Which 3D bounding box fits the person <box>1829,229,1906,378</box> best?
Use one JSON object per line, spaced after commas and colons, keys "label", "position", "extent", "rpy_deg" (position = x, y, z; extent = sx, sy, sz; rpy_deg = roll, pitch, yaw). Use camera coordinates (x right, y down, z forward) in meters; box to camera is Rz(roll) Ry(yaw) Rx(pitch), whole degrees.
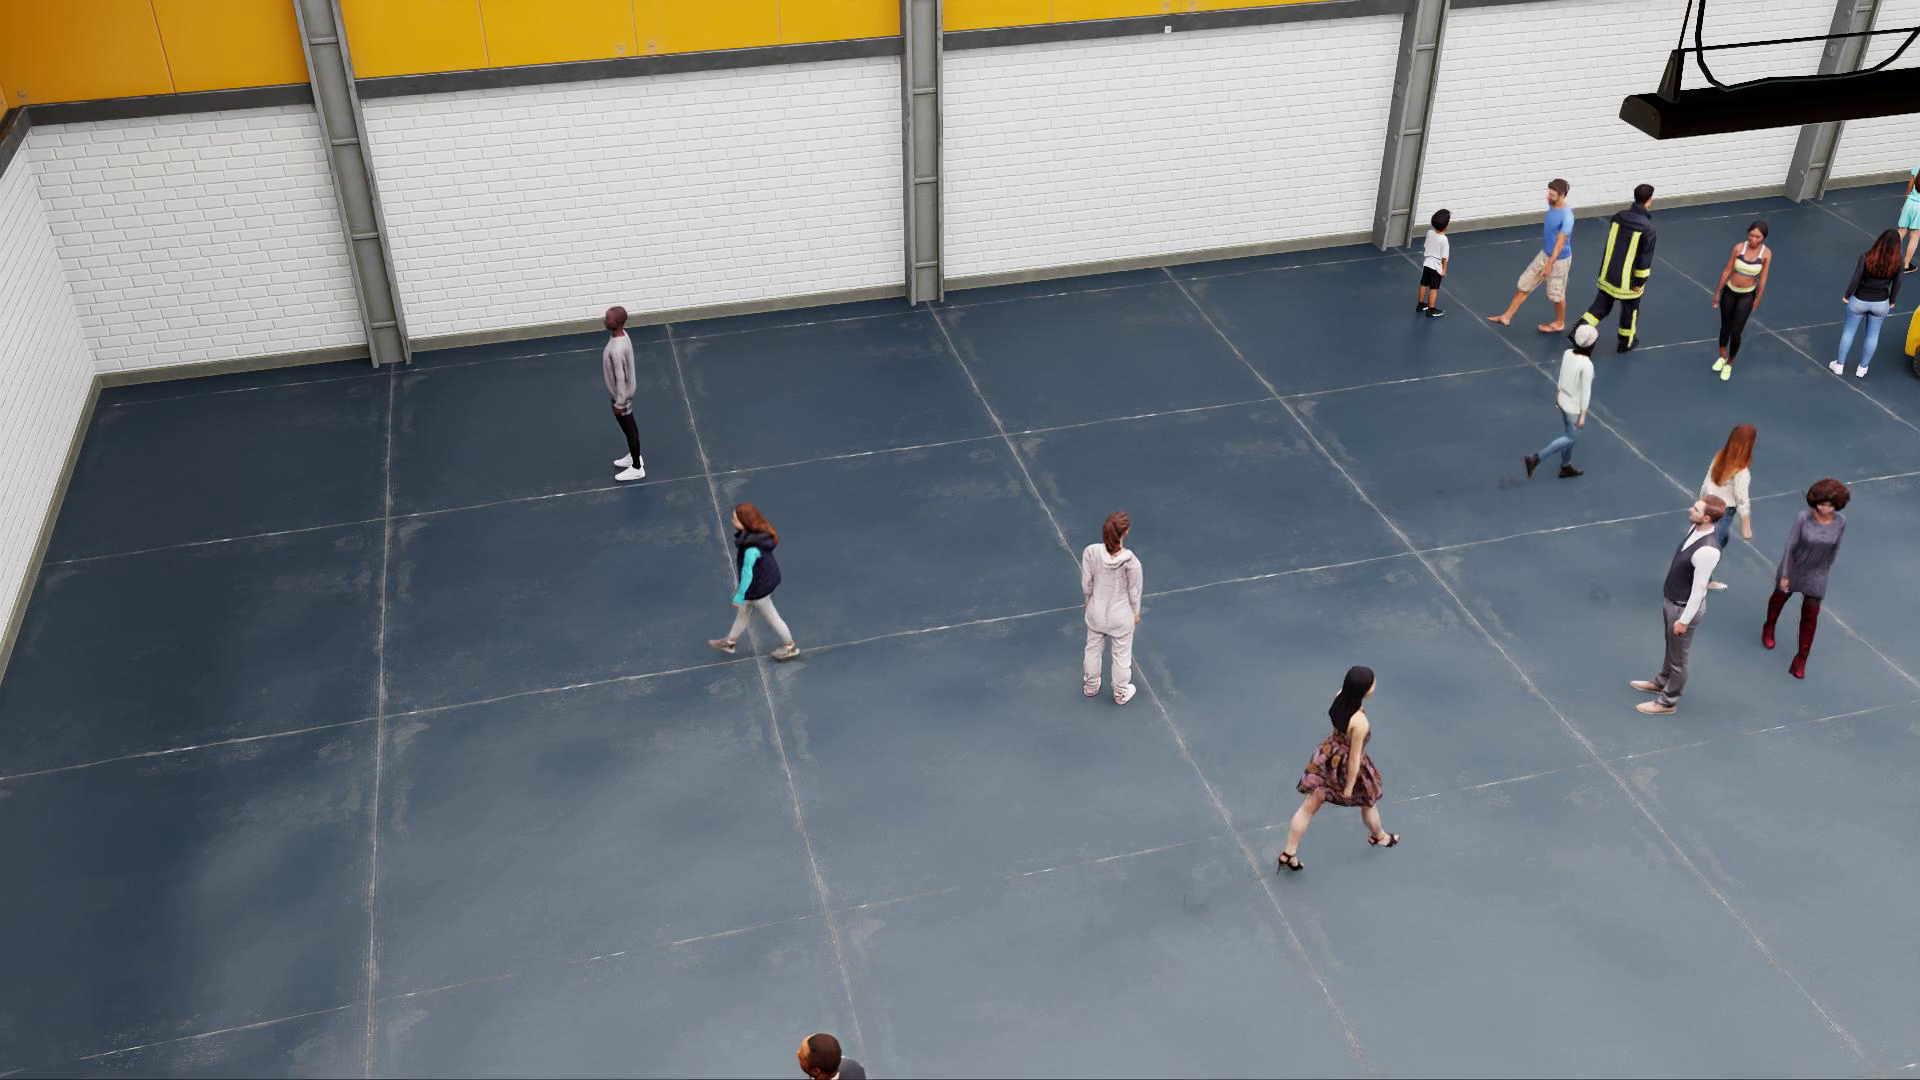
{"label": "person", "position": [9.572, -2.505, 17.505], "extent": [0.687, 1.634, 0.794], "rpy_deg": [10, 35, 15]}

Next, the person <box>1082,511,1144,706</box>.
{"label": "person", "position": [1.166, 0.531, 12.884], "extent": [0.712, 1.693, 0.788], "rpy_deg": [15, 36, 21]}

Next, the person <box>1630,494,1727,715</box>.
{"label": "person", "position": [5.555, 0.484, 12.734], "extent": [0.731, 1.938, 0.743], "rpy_deg": [7, 34, 11]}

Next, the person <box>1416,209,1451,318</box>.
{"label": "person", "position": [5.364, -3.144, 18.800], "extent": [0.573, 1.265, 0.545], "rpy_deg": [-17, 37, -24]}

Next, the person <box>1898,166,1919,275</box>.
{"label": "person", "position": [11.362, -3.941, 19.734], "extent": [0.630, 1.558, 0.616], "rpy_deg": [-20, 39, -28]}

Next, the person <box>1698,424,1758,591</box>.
{"label": "person", "position": [6.262, -0.197, 13.966], "extent": [0.857, 1.707, 0.699], "rpy_deg": [0, 34, 0]}

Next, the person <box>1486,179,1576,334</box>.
{"label": "person", "position": [6.590, -3.092, 18.222], "extent": [1.157, 1.819, 0.776], "rpy_deg": [-2, 34, -3]}

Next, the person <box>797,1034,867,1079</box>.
{"label": "person", "position": [-0.632, 3.243, 8.601], "extent": [0.771, 1.917, 0.771], "rpy_deg": [8, 34, 12]}

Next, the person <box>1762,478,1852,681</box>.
{"label": "person", "position": [6.747, 0.208, 13.381], "extent": [1.018, 1.681, 0.934], "rpy_deg": [6, 34, 10]}

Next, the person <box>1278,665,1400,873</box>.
{"label": "person", "position": [2.500, 1.597, 11.263], "extent": [1.159, 1.712, 0.636], "rpy_deg": [-10, 35, -15]}

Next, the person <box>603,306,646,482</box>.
{"label": "person", "position": [-3.178, -1.402, 15.723], "extent": [0.551, 1.770, 0.623], "rpy_deg": [-6, 34, -9]}

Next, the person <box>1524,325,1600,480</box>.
{"label": "person", "position": [5.695, -1.259, 15.633], "extent": [0.903, 1.632, 0.577], "rpy_deg": [-8, 35, -13]}

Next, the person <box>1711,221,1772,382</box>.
{"label": "person", "position": [8.224, -2.580, 17.528], "extent": [0.764, 1.733, 0.836], "rpy_deg": [24, 40, 31]}

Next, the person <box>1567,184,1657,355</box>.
{"label": "person", "position": [7.034, -2.863, 17.810], "extent": [1.213, 1.893, 0.997], "rpy_deg": [-17, 37, -24]}

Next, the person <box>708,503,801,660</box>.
{"label": "person", "position": [-1.553, 0.366, 13.345], "extent": [0.972, 1.457, 0.625], "rpy_deg": [-6, 34, -9]}
